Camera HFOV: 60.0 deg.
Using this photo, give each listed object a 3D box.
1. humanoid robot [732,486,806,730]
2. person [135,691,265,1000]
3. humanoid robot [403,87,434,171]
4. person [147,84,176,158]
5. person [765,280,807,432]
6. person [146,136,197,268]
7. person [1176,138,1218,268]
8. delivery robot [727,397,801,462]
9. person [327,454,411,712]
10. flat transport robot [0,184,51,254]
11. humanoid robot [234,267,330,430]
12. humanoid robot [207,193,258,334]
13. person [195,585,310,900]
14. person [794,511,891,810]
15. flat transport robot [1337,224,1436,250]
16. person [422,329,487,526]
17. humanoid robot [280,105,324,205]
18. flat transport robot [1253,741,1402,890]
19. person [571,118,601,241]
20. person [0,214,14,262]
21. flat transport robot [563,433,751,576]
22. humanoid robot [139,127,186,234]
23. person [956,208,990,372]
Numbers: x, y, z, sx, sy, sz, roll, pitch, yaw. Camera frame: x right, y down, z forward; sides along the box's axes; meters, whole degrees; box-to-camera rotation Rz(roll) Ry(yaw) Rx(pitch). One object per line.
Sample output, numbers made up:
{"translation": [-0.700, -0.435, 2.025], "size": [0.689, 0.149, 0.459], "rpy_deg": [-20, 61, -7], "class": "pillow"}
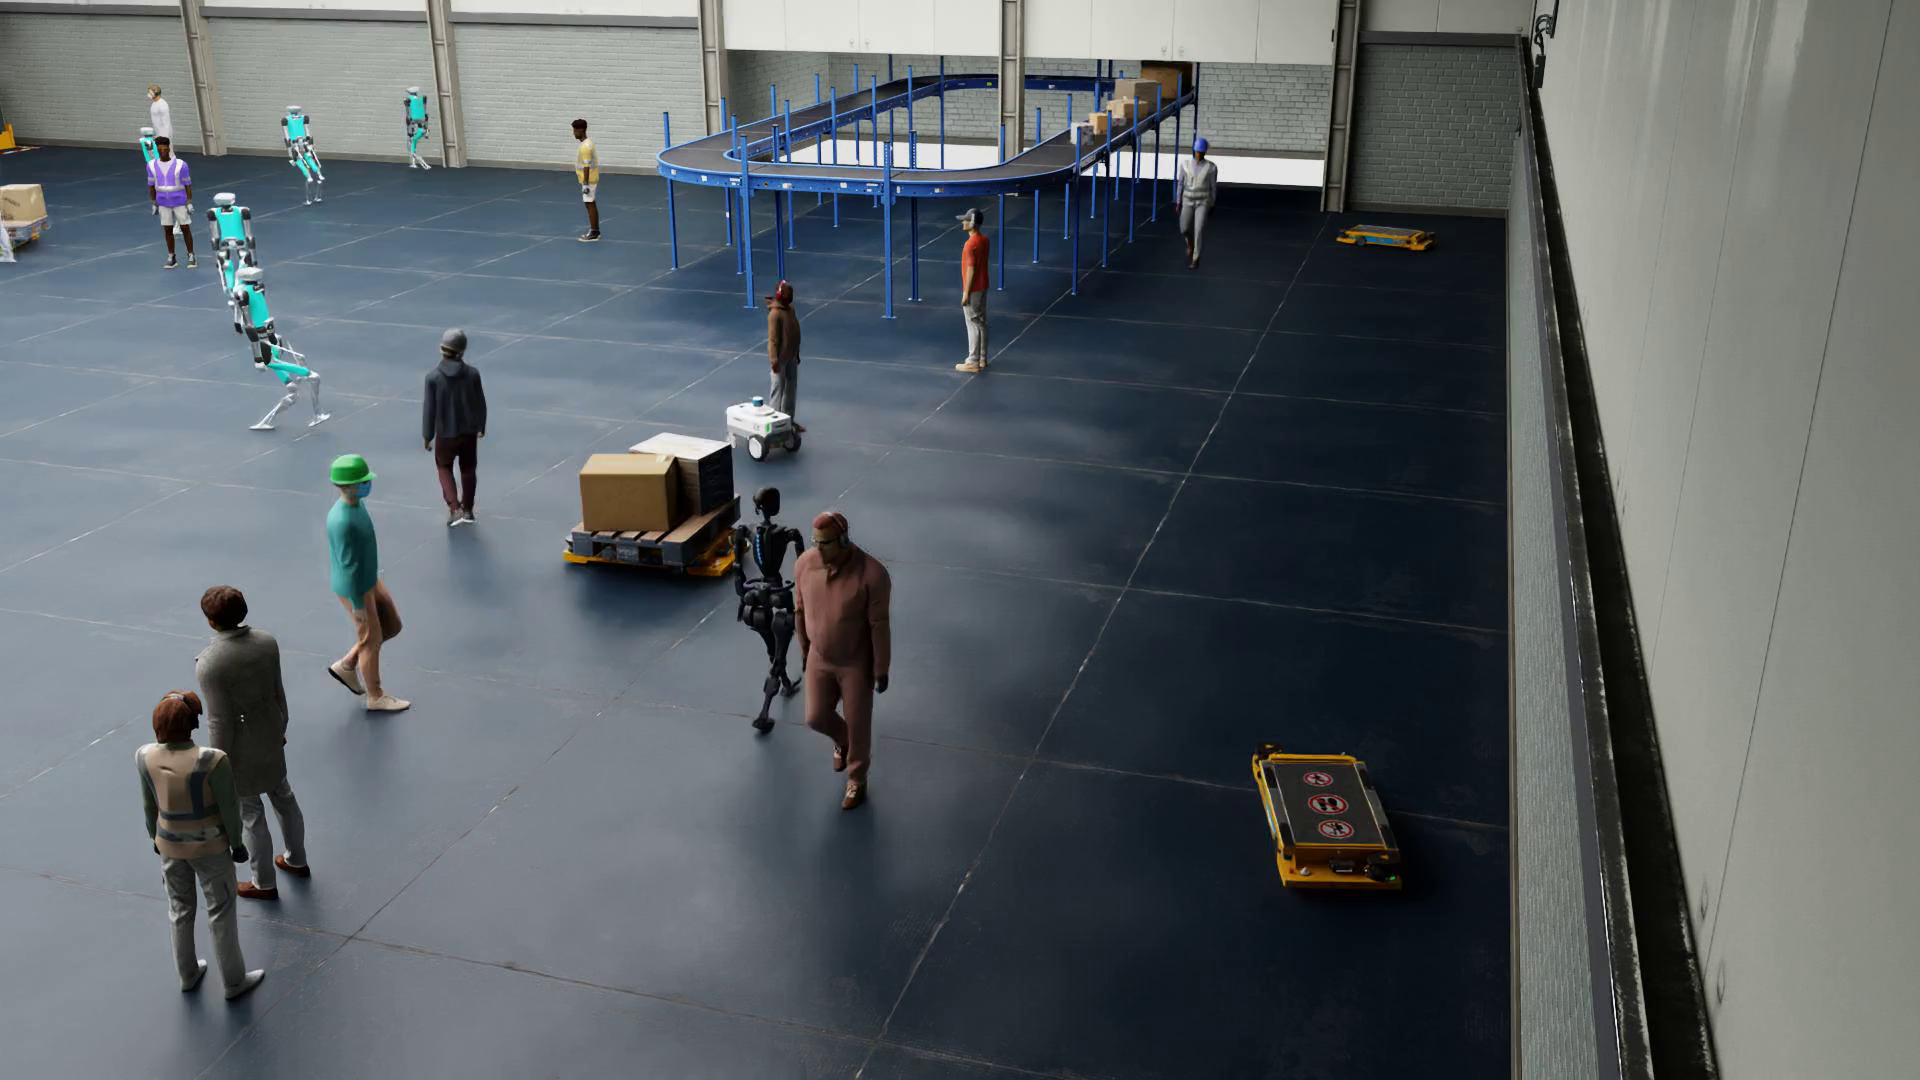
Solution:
{"translation": [-1.256, 0.419, 11.211], "size": [0.596, 1.619, 0.831], "rpy_deg": [7, 22, 19], "class": "humanoid robot"}
{"translation": [-3.829, 1.528, 8.333], "size": [0.526, 1.628, 0.322], "rpy_deg": [5, 22, 12], "class": "person"}
{"translation": [-11.090, -8.293, 33.664], "size": [1.040, 1.732, 0.559], "rpy_deg": [13, 25, 31], "class": "humanoid robot"}
{"translation": [-15.364, -7.790, 32.064], "size": [0.373, 1.940, 0.626], "rpy_deg": [-15, 26, -34], "class": "person"}
{"translation": [-1.808, -1.862, 17.089], "size": [0.329, 1.645, 0.481], "rpy_deg": [10, 23, 23], "class": "person"}
{"translation": [-11.831, -5.068, 24.966], "size": [0.610, 1.965, 0.363], "rpy_deg": [-4, 21, -9], "class": "person"}
{"translation": [3.579, -5.114, 25.130], "size": [0.611, 1.930, 0.635], "rpy_deg": [7, 22, 17], "class": "person"}
{"translation": [-2.021, -1.142, 16.730], "size": [0.775, 0.585, 0.499], "rpy_deg": [20, 29, 41], "class": "delivery robot"}
{"translation": [-4.041, 0.301, 11.177], "size": [0.481, 1.857, 0.546], "rpy_deg": [-2, 21, -4], "class": "person"}
{"translation": [-15.335, -4.784, 26.587], "size": [0.659, 0.231, 1.431], "rpy_deg": [-3, 21, -7], "class": "flat transport robot"}
{"translation": [-6.956, -1.945, 17.259], "size": [1.030, 1.767, 0.535], "rpy_deg": [0, 21, -1], "class": "humanoid robot"}
{"translation": [-9.321, -3.489, 21.262], "size": [0.530, 1.783, 1.015], "rpy_deg": [-3, 21, -9], "class": "humanoid robot"}
{"translation": [-3.911, 1.107, 9.136], "size": [0.361, 1.830, 0.514], "rpy_deg": [10, 23, 23], "class": "person"}
{"translation": [-0.707, 0.703, 10.117], "size": [0.659, 1.887, 0.492], "rpy_deg": [7, 22, 16], "class": "person"}
{"translation": [6.882, -4.878, 26.830], "size": [1.431, 0.231, 0.659], "rpy_deg": [12, 24, 29], "class": "flat transport robot"}
{"translation": [-4.438, -0.982, 14.607], "size": [0.579, 1.786, 0.481], "rpy_deg": [-11, 24, -27], "class": "person"}
{"translation": [-11.840, -6.965, 30.132], "size": [0.727, 1.736, 0.534], "rpy_deg": [17, 27, 37], "class": "humanoid robot"}
{"translation": [2.169, 1.633, 9.943], "size": [0.659, 0.231, 1.431], "rpy_deg": [1, 21, 2], "class": "flat transport robot"}
{"translation": [-6.046, -5.842, 26.987], "size": [0.378, 1.958, 0.603], "rpy_deg": [-3, 21, -6], "class": "person"}
{"translation": [-14.870, -5.147, 25.269], "size": [0.619, 1.892, 0.617], "rpy_deg": [4, 21, 9], "class": "person"}
{"translation": [-2.551, 0.050, 14.048], "size": [1.431, 0.231, 0.659], "rpy_deg": [6, 22, 14], "class": "flat transport robot"}
{"translation": [-13.110, -5.970, 27.594], "size": [0.699, 1.756, 0.538], "rpy_deg": [-11, 24, -26], "class": "humanoid robot"}
{"translation": [0.149, -2.929, 19.492], "size": [0.372, 1.912, 0.481], "rpy_deg": [9, 23, 22], "class": "person"}
